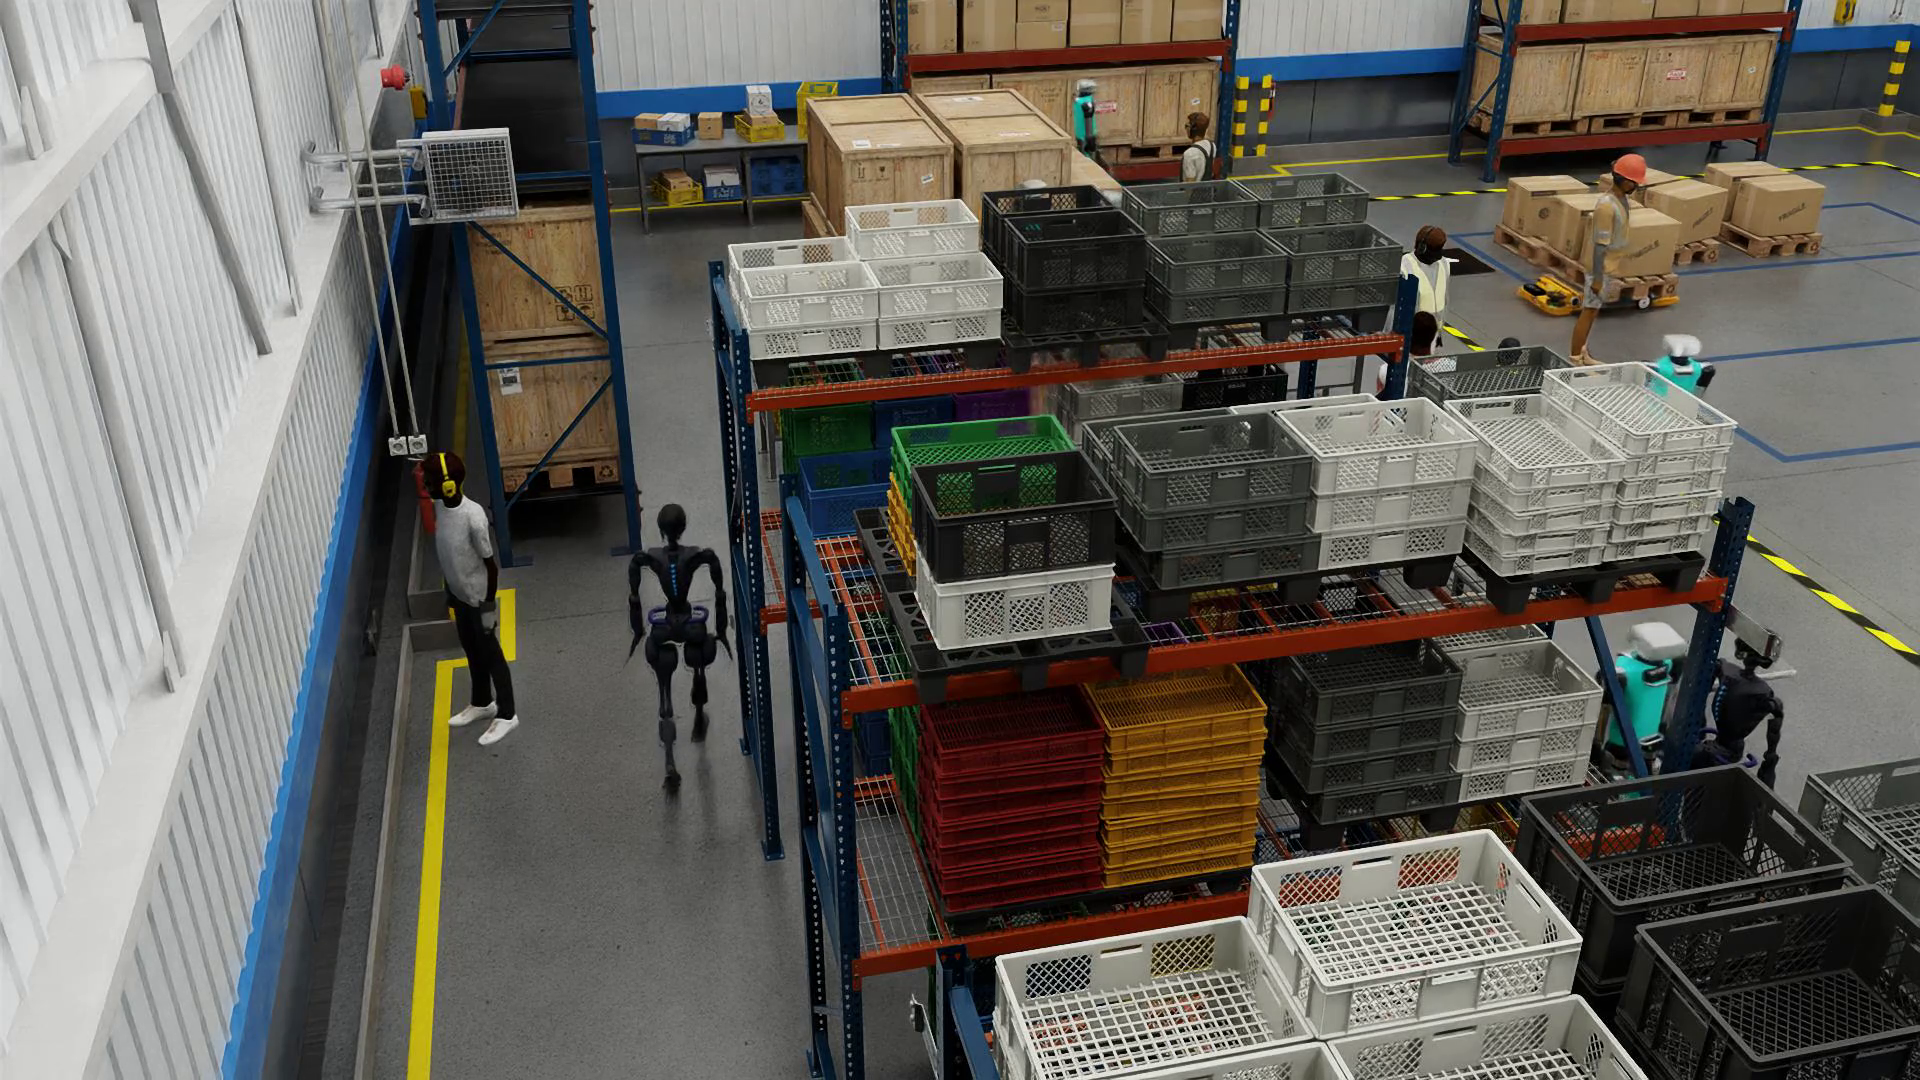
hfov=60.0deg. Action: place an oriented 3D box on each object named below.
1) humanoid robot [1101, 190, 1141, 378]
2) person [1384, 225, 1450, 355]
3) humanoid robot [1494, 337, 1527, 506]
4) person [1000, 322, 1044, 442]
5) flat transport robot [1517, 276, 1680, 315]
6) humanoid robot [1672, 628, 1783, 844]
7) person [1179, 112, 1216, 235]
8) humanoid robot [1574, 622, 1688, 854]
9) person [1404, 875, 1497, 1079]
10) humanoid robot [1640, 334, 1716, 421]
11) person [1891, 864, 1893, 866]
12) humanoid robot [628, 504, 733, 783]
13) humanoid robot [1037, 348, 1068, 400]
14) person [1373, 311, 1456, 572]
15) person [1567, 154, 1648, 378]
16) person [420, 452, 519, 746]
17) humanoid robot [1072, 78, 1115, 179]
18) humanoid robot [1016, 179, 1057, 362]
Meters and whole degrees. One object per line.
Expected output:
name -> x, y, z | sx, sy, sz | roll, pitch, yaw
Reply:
humanoid robot -> 1.511, -2.246, 14.759 | 0.717, 1.789, 0.567 | -14, 31, -25
person -> 3.704, -1.670, 13.544 | 0.628, 1.835, 0.429 | -15, 31, -26
humanoid robot -> 3.766, -0.634, 11.722 | 0.599, 1.657, 0.315 | -1, 28, -2
person -> 0.373, -0.759, 11.916 | 0.849, 1.730, 0.532 | 4, 28, 8
flat transport robot -> 6.459, -2.528, 16.813 | 1.431, 0.197, 0.652 | -6, 28, -12
humanoid robot -> 3.818, 1.161, 8.332 | 0.323, 1.659, 0.595 | -9, 29, -16
person -> 2.355, -3.399, 16.803 | 0.342, 1.845, 0.510 | 18, 33, 31
humanoid robot -> 3.321, 1.318, 8.020 | 0.531, 1.847, 0.688 | -14, 31, -24
person -> 1.693, 2.073, 6.263 | 0.881, 2.003, 0.603 | 0, 28, -1
humanoid robot -> 4.824, -0.705, 11.823 | 0.559, 1.774, 0.787 | -3, 28, -5
person -> 5.187, 1.213, 8.073 | 0.498, 1.830, 0.935 | -17, 32, -29
humanoid robot -> -1.612, 0.578, 9.511 | 0.600, 1.650, 0.786 | -2, 28, -5
humanoid robot -> 0.924, -1.911, 14.151 | 0.999, 1.753, 0.546 | -7, 29, -14
person -> 3.121, -0.649, 11.522 | 0.594, 1.910, 0.393 | 1, 28, 2
person -> 5.742, -2.421, 14.752 | 0.403, 2.030, 0.609 | 15, 31, 26
person -> -2.868, 0.336, 9.698 | 0.508, 1.866, 0.332 | 24, 36, 38
humanoid robot -> 1.611, -4.195, 18.549 | 0.773, 1.893, 0.545 | -6, 28, -12
humanoid robot -> 0.468, -2.284, 14.842 | 0.885, 1.780, 0.582 | -16, 32, -28
